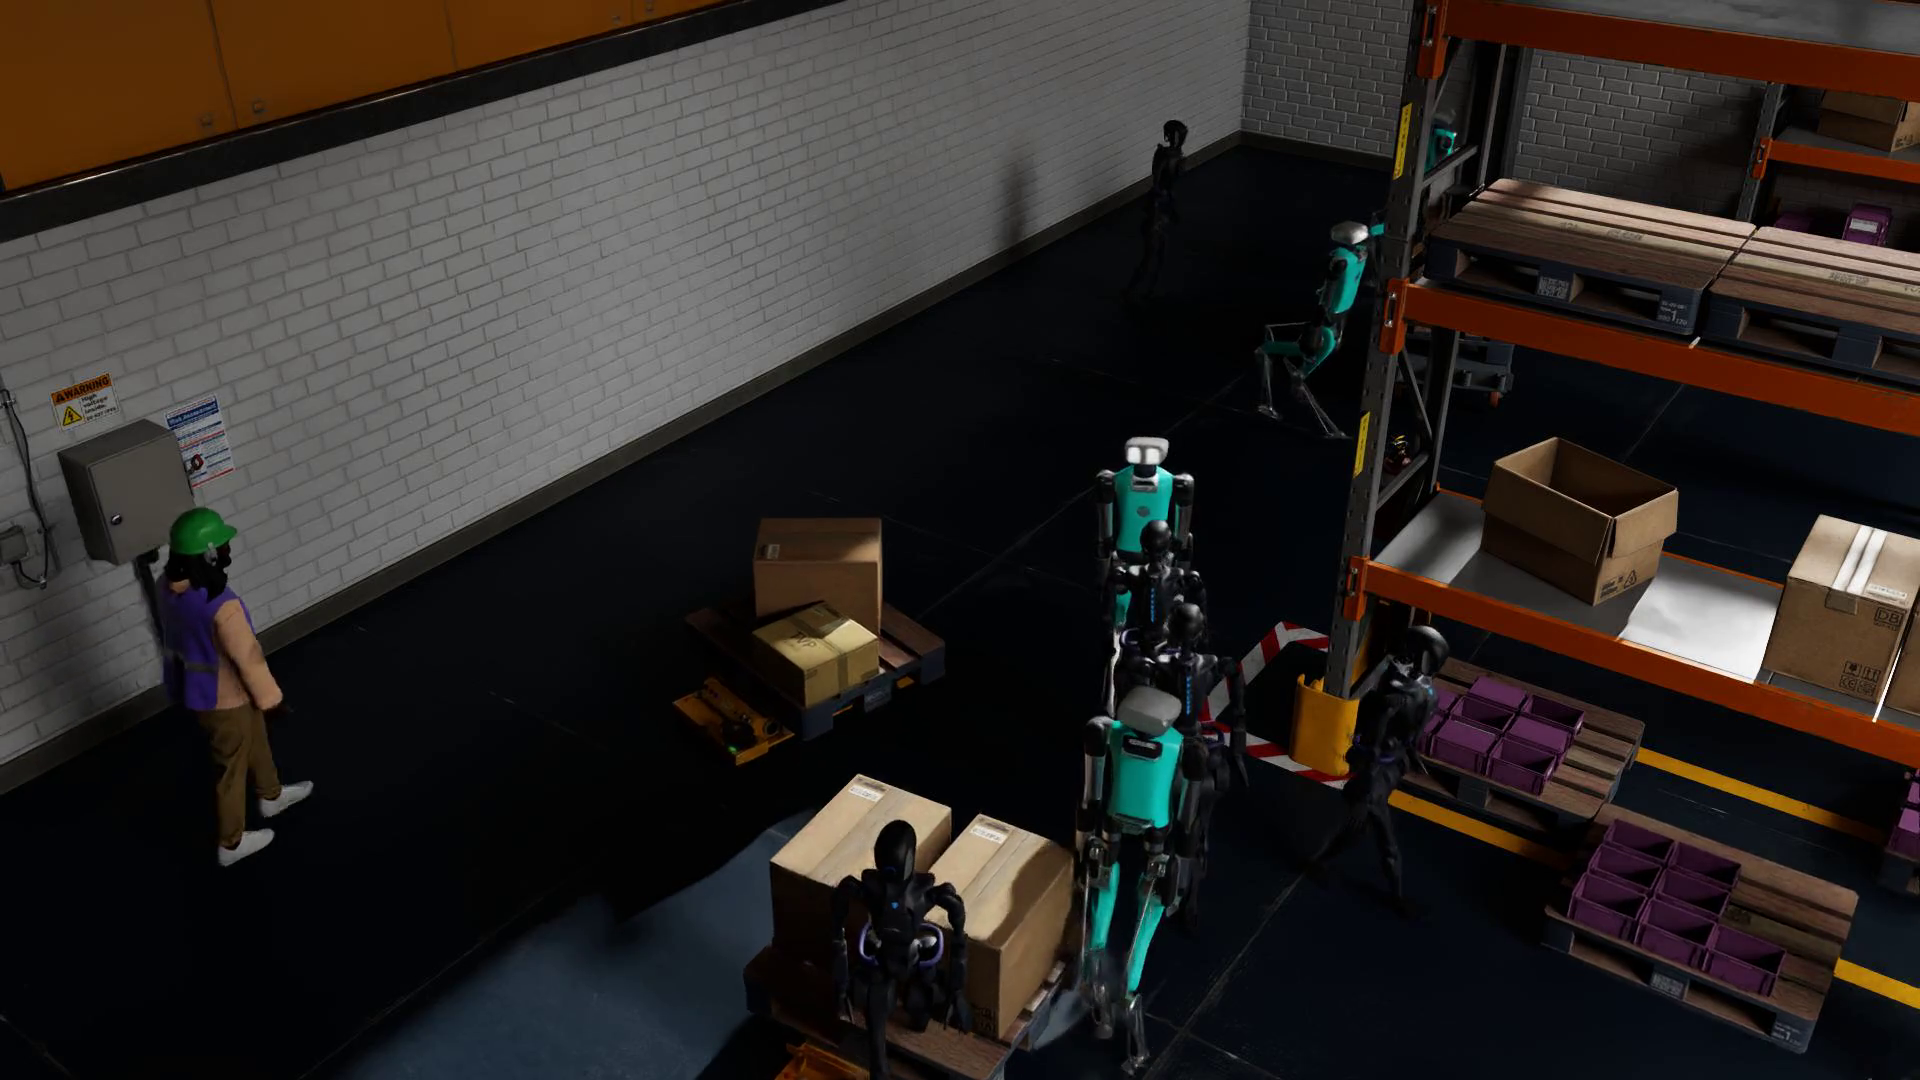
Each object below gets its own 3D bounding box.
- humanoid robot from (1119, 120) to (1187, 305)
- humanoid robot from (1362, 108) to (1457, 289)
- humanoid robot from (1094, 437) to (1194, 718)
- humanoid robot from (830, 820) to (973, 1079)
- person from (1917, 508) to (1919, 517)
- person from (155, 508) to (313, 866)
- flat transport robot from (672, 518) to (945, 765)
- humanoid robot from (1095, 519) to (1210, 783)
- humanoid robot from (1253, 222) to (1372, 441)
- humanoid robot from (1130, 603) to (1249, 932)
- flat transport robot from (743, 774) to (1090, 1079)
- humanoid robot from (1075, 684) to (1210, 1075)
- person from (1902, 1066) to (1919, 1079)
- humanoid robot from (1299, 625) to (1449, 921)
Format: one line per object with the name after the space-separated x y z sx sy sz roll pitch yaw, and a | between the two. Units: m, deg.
1.714 -2.894 14.660 0.486 1.645 0.616 14 33 23 | humanoid robot
3.930 -2.943 14.697 1.047 1.738 0.556 5 30 9 | humanoid robot
1.014 0.161 9.287 0.551 1.802 0.671 4 30 7 | humanoid robot
-0.237 1.746 6.657 0.584 1.625 0.775 2 30 3 | humanoid robot
6.768 -0.911 11.014 0.402 1.877 0.553 3 30 5 | person
-3.565 0.687 8.200 0.590 1.910 0.779 21 36 31 | person
-0.885 0.811 9.632 1.431 0.231 0.659 -23 37 -34 | flat transport robot
0.999 0.606 8.571 0.600 1.647 0.385 6 30 10 | humanoid robot
2.527 -1.546 12.286 1.029 1.738 0.545 21 36 32 | humanoid robot
1.077 1.016 7.906 0.612 1.621 0.768 0 30 1 | humanoid robot
-0.176 2.075 7.439 0.659 0.231 1.431 16 34 26 | flat transport robot
0.681 1.504 6.978 0.538 1.808 0.666 11 32 18 | humanoid robot
4.323 1.716 6.504 0.958 1.868 0.625 25 38 36 | person
2.004 1.071 7.819 0.697 1.632 0.612 22 37 33 | humanoid robot
